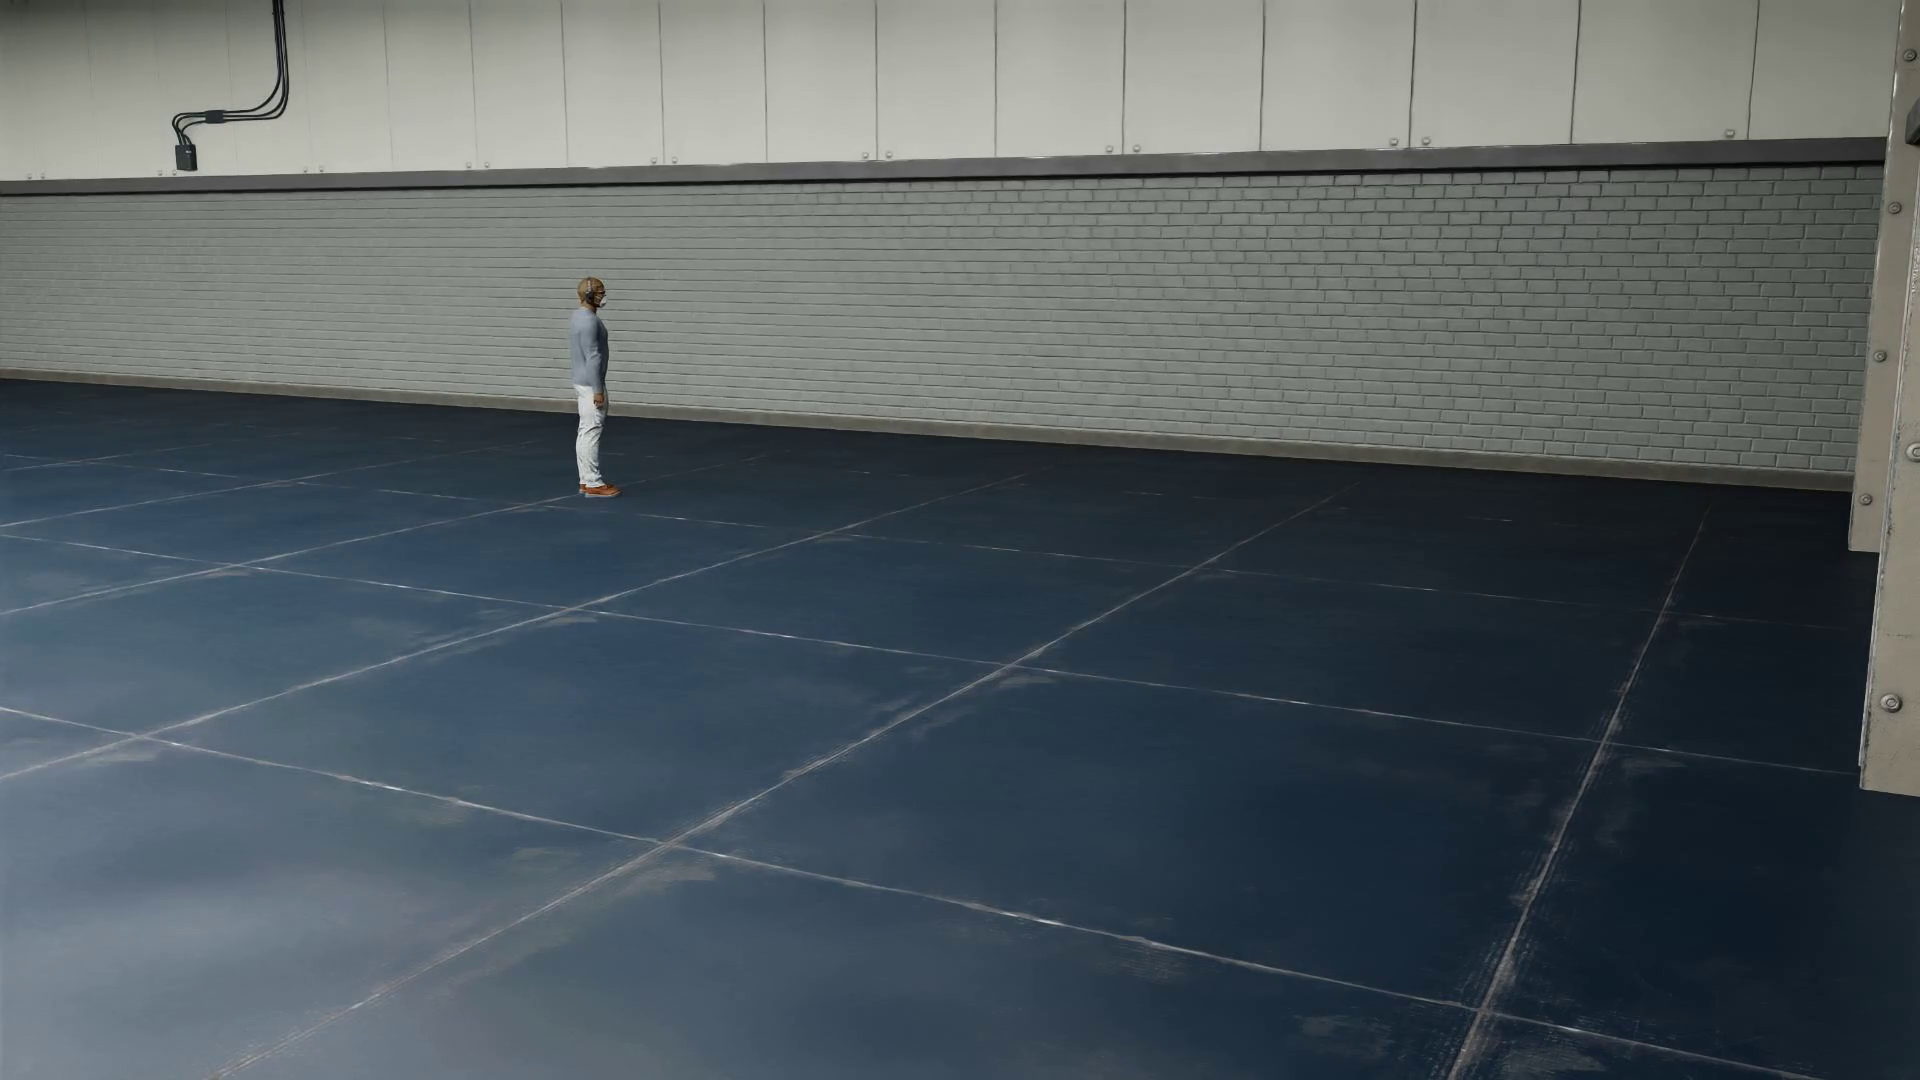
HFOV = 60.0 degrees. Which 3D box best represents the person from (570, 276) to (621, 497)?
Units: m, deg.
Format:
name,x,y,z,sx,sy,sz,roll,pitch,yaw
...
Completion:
name,x,y,z,sx,sy,sz,roll,pitch,yaw
person,-3.234,-1.344,14.652,0.364,1.939,0.636,-4,11,-21
